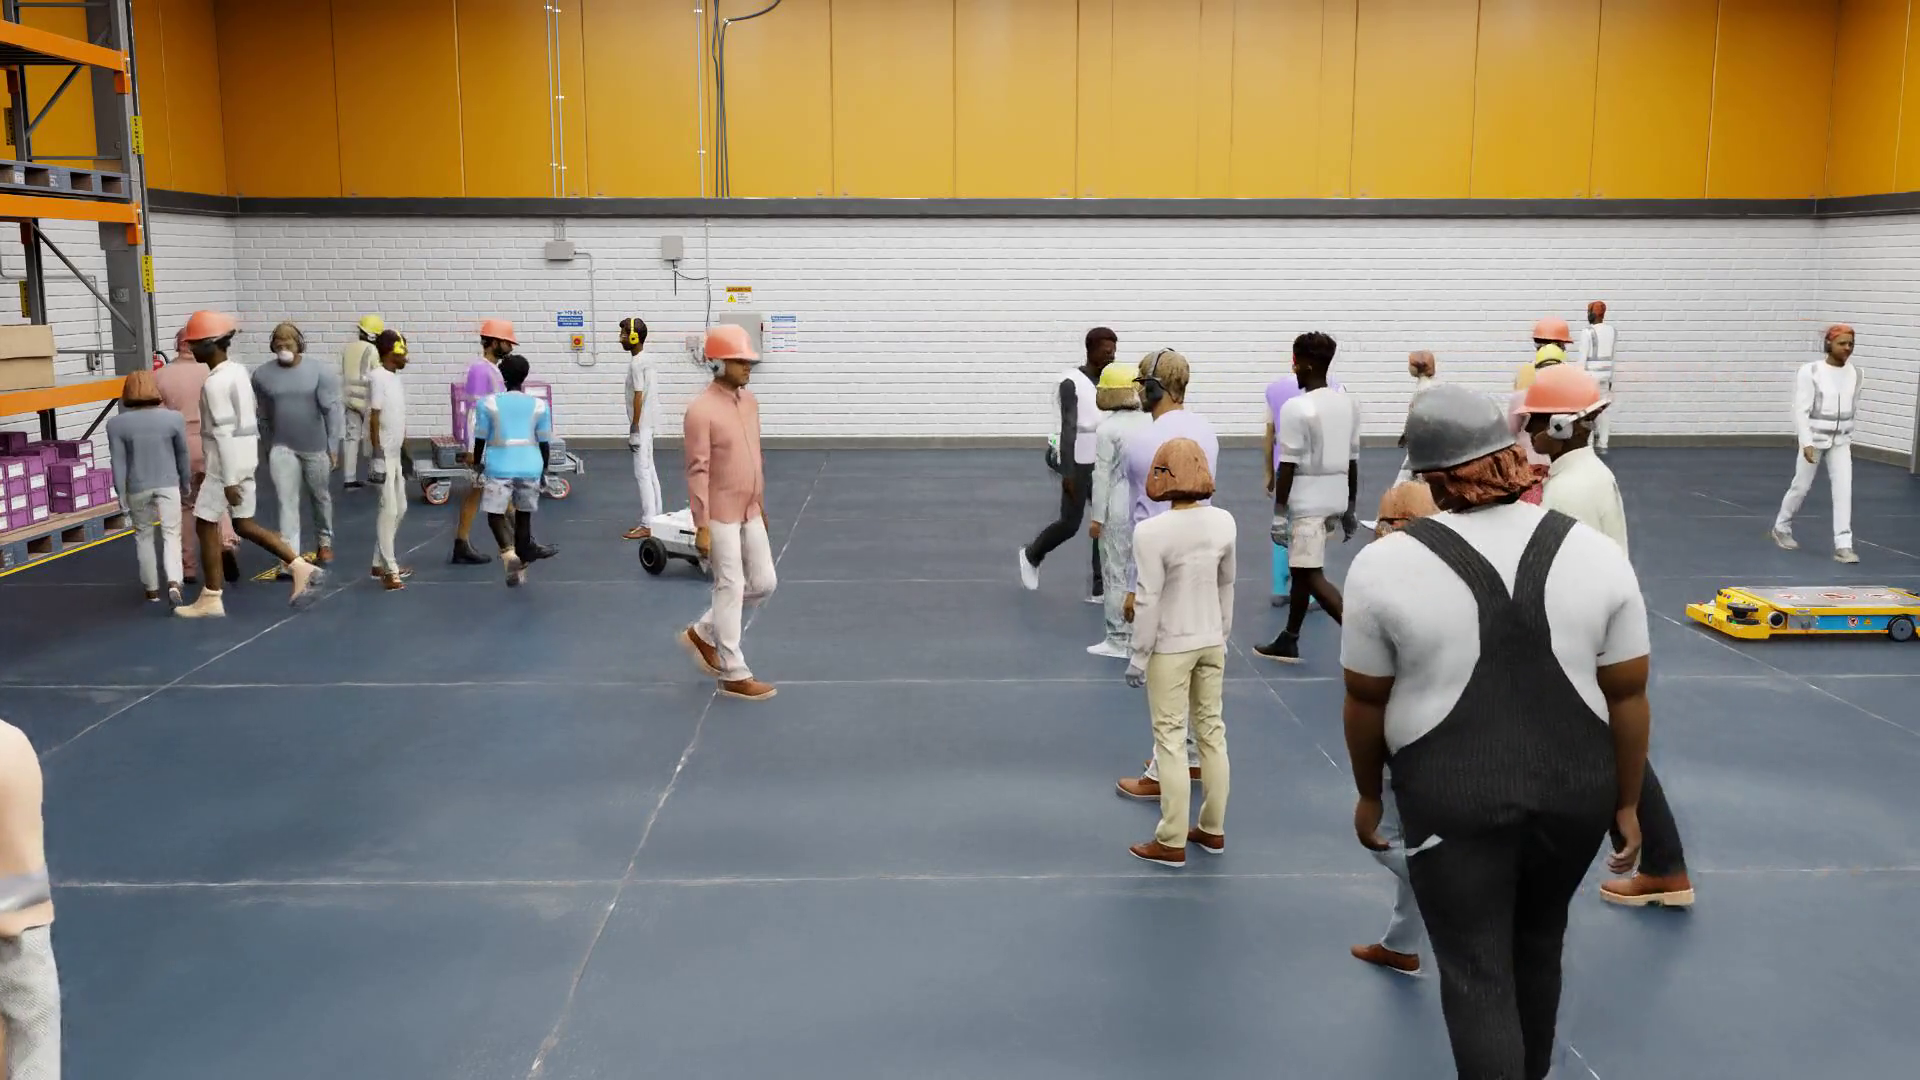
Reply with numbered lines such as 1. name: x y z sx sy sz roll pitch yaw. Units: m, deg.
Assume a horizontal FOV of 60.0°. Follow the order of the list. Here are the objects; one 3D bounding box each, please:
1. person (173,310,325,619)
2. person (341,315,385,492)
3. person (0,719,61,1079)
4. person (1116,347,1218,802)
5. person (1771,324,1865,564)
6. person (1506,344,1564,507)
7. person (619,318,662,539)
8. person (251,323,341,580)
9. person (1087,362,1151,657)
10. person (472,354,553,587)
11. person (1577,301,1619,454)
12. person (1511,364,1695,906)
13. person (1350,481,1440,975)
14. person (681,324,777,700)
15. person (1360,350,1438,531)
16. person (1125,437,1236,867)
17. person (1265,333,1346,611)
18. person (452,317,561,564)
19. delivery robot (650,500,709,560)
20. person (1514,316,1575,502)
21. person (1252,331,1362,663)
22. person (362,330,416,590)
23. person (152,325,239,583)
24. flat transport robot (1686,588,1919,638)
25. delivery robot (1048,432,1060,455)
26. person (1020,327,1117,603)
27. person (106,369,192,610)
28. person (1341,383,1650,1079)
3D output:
1. person: -4.669 -0.486 10.796 0.867 2.010 0.597 -1 9 -4
2. person: -6.069 -1.395 17.020 0.692 1.783 0.655 5 11 30
3. person: -1.758 0.884 2.692 0.587 1.915 0.445 -2 9 -12
4. person: 0.884 0.151 7.098 0.355 1.937 0.634 6 11 31
5. person: 6.790 -0.778 13.118 0.576 1.846 0.953 0 9 -2
6. person: 4.150 -0.534 11.937 0.530 1.733 0.792 0 9 3
7. person: -2.701 -0.941 14.045 0.317 1.860 0.509 0 9 0
8. person: -4.921 -0.675 12.414 0.647 1.881 1.064 -1 9 -8
9. person: 0.968 -0.162 9.666 0.467 1.732 0.496 7 12 37
10. person: -3.121 -0.464 11.687 0.567 1.675 0.629 -5 10 -26
11. person: 7.739 -1.965 20.262 0.577 1.879 0.344 -4 10 -22
12. person: 2.166 0.344 5.948 1.060 1.935 0.629 5 11 29
13. person: 1.484 0.631 5.162 0.554 1.621 0.506 9 13 43
14. person: -1.240 -0.146 8.775 0.542 1.983 0.637 4 10 24
15. person: 3.902 -0.805 14.039 0.889 1.588 0.513 4 10 26
16. person: 0.842 0.426 6.345 0.501 1.633 0.281 -7 11 -35
17. person: 2.284 -0.443 11.023 0.580 1.844 0.392 7 12 38
18. person: -3.500 -0.755 12.780 0.920 1.889 0.554 -2 9 -11
19. delivery robot: -1.968 -0.058 12.322 0.707 0.478 0.477 8 12 41
20. person: 4.195 -0.634 11.936 0.396 1.928 0.556 -1 9 -8
21. person: 2.034 -0.197 9.281 0.616 1.930 0.884 -8 12 -41
22. person: -4.101 -0.574 11.886 0.356 1.834 0.657 0 9 -2
23. person: -5.417 -0.596 11.863 0.674 1.878 0.670 -5 11 -29
24. flat transport robot: 5.395 0.445 10.393 1.431 0.197 0.652 0 9 -1
25. delivery robot: 1.360 -1.084 18.614 0.707 0.478 0.477 -1 9 -7
26. person: 0.802 -0.510 11.343 0.837 1.883 0.633 9 13 43
27. person: -5.406 -0.340 11.135 0.491 1.603 0.799 -4 10 -24
28. person: 1.289 0.582 4.143 0.717 2.000 0.820 0 9 0
